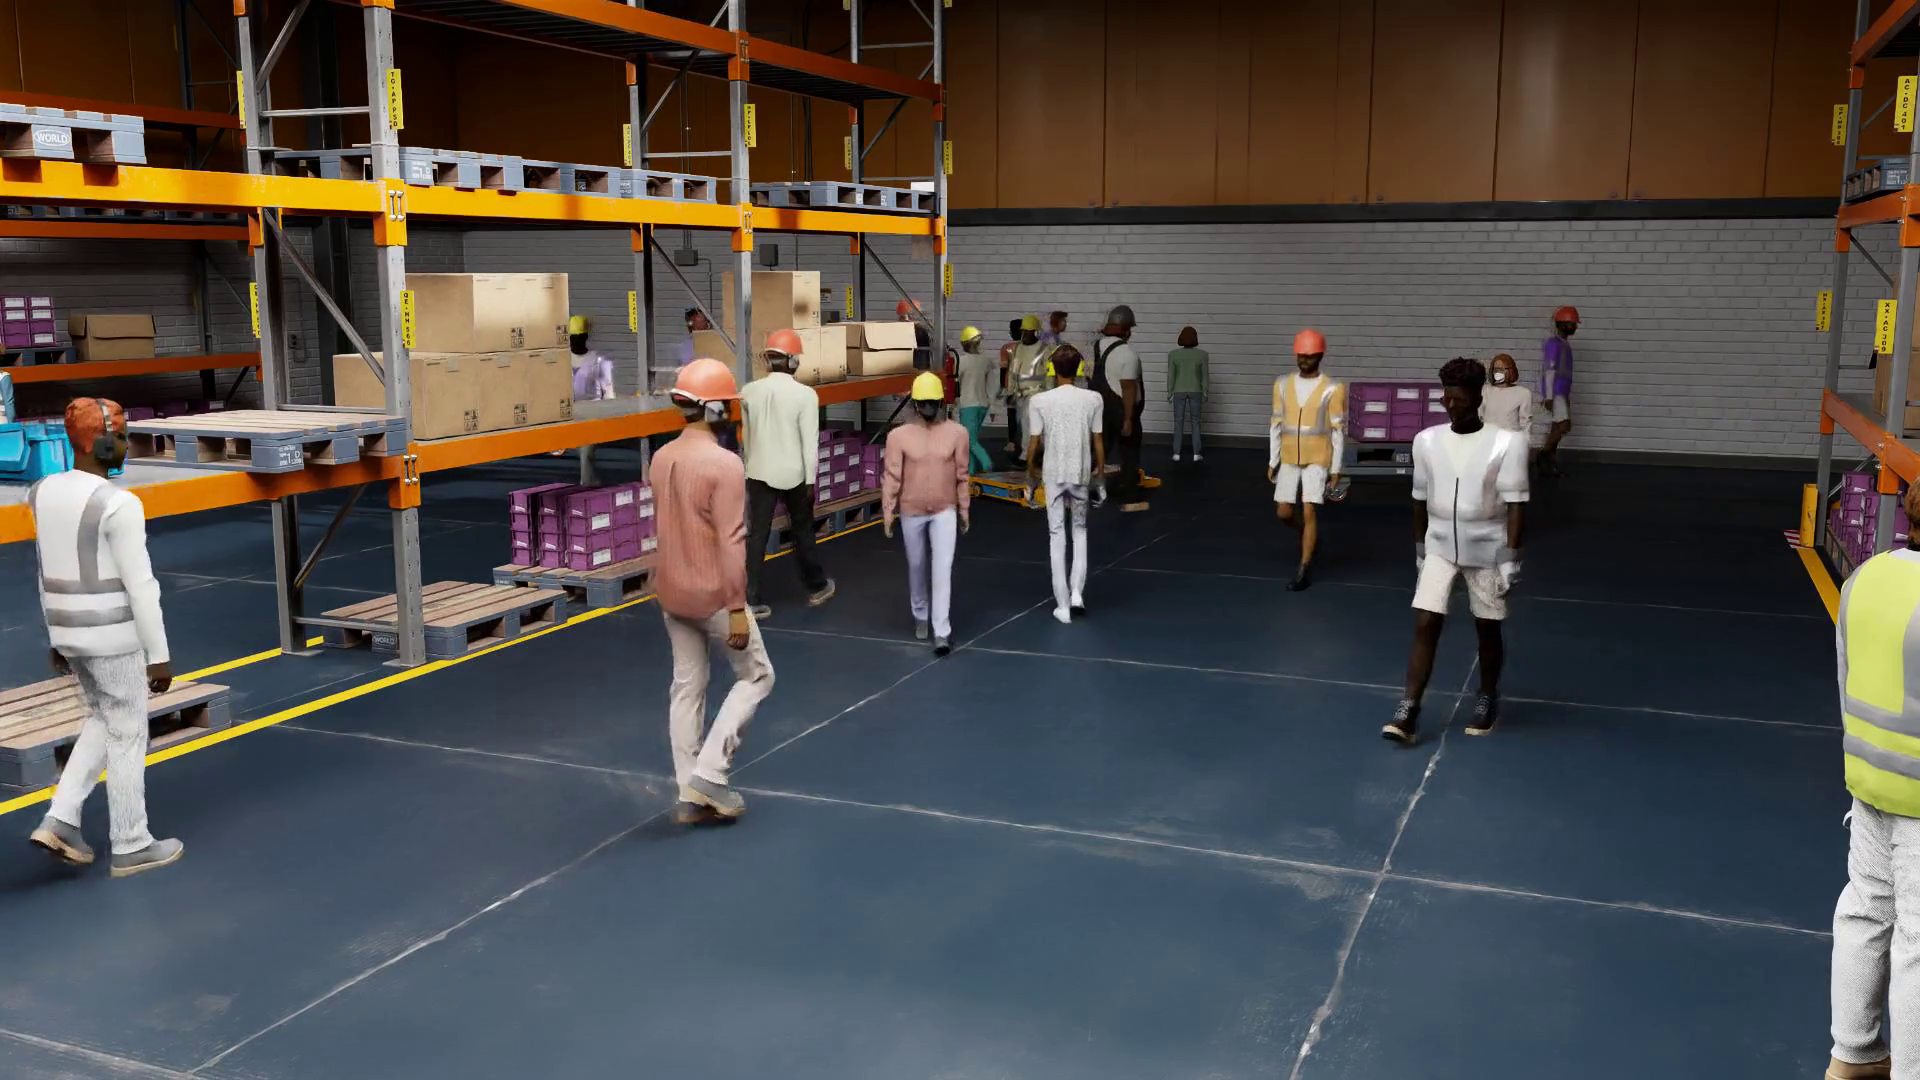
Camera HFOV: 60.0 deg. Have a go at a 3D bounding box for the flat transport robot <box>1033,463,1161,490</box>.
[{"bbox_3d":[1.352,-0.650,17.528,1.431,0.197,0.652,-6,11,-31],"label":"flat transport robot"}]

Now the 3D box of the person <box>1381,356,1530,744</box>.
[{"bbox_3d":[2.455,0.072,8.170,0.633,1.919,0.968,7,12,36],"label":"person"}]

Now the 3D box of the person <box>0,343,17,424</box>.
[{"bbox_3d":[-9.437,-1.121,16.281,0.508,1.627,0.322,4,10,22],"label":"person"}]

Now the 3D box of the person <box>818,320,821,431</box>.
[{"bbox_3d":[-1.727,-1.453,17.569,0.606,1.871,0.950,7,12,38],"label":"person"}]

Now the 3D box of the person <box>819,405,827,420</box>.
[{"bbox_3d":[-1.958,-2.118,22.040,0.526,1.719,0.527,-4,10,-20],"label":"person"}]

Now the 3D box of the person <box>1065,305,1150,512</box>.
[{"bbox_3d":[1.414,-1.256,15.854,0.911,2.000,0.705,-7,12,-36],"label":"person"}]

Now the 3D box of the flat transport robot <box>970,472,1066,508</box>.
[{"bbox_3d":[0.614,-0.523,16.764,0.652,0.197,1.431,-6,11,-31],"label":"flat transport robot"}]

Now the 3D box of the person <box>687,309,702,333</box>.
[{"bbox_3d":[-3.053,-1.792,19.657,0.317,1.863,0.514,-4,10,-22],"label":"person"}]

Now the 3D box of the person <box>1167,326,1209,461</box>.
[{"bbox_3d":[2.767,-1.773,20.207,0.507,1.634,0.269,2,9,9],"label":"person"}]

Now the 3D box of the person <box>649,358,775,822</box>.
[{"bbox_3d":[-1.060,0.228,7.036,0.443,1.978,0.649,-9,13,-44],"label":"person"}]

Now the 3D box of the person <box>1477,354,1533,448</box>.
[{"bbox_3d":[4.560,-0.757,14.057,0.507,1.631,0.266,6,11,32],"label":"person"}]

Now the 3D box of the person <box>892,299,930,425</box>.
[{"bbox_3d":[-0.603,-1.870,19.758,0.436,1.977,0.637,4,10,25],"label":"person"}]

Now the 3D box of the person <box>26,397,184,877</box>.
[{"bbox_3d":[-3.281,0.390,6.372,0.613,1.876,0.432,5,11,28],"label":"person"}]

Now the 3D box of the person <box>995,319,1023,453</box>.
[{"bbox_3d":[0.732,-1.949,21.104,0.569,1.695,0.316,-4,10,-24],"label":"person"}]

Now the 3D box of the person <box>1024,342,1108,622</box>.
[{"bbox_3d":[0.700,-0.389,11.146,0.552,1.857,0.494,-1,9,-5],"label":"person"}]

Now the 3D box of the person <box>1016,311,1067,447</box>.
[{"bbox_3d":[1.145,-2.065,21.532,0.981,1.796,0.560,2,10,14],"label":"person"}]

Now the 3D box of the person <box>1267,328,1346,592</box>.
[{"bbox_3d":[2.562,-0.603,12.251,0.558,1.925,0.630,6,11,32],"label":"person"}]

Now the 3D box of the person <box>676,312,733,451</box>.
[{"bbox_3d":[-2.604,-1.455,17.550,0.670,1.874,0.902,5,11,29],"label":"person"}]

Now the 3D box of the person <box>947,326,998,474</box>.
[{"bbox_3d":[0.195,-1.422,17.810,0.549,1.733,0.803,-7,12,-38],"label":"person"}]

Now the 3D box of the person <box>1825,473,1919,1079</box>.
[{"bbox_3d":[2.659,0.707,4.566,0.429,1.844,0.624,0,9,-3],"label":"person"}]

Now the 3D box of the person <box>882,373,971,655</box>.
[{"bbox_3d":[-0.202,-0.171,10.247,0.548,1.711,0.921,-1,9,-3],"label":"person"}]

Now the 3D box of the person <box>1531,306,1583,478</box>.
[{"bbox_3d":[6.684,-1.633,18.504,0.401,1.921,0.563,6,11,33],"label":"person"}]

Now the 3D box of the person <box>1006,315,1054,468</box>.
[{"bbox_3d":[0.884,-1.771,19.716,0.813,1.804,0.589,-9,13,-42],"label":"person"}]

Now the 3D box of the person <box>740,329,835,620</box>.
[{"bbox_3d":[-1.200,-0.455,11.318,0.625,1.943,1.015,3,10,19],"label":"person"}]

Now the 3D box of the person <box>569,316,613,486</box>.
[{"bbox_3d":[-3.611,-1.164,15.731,0.589,1.886,0.957,3,10,20],"label":"person"}]
